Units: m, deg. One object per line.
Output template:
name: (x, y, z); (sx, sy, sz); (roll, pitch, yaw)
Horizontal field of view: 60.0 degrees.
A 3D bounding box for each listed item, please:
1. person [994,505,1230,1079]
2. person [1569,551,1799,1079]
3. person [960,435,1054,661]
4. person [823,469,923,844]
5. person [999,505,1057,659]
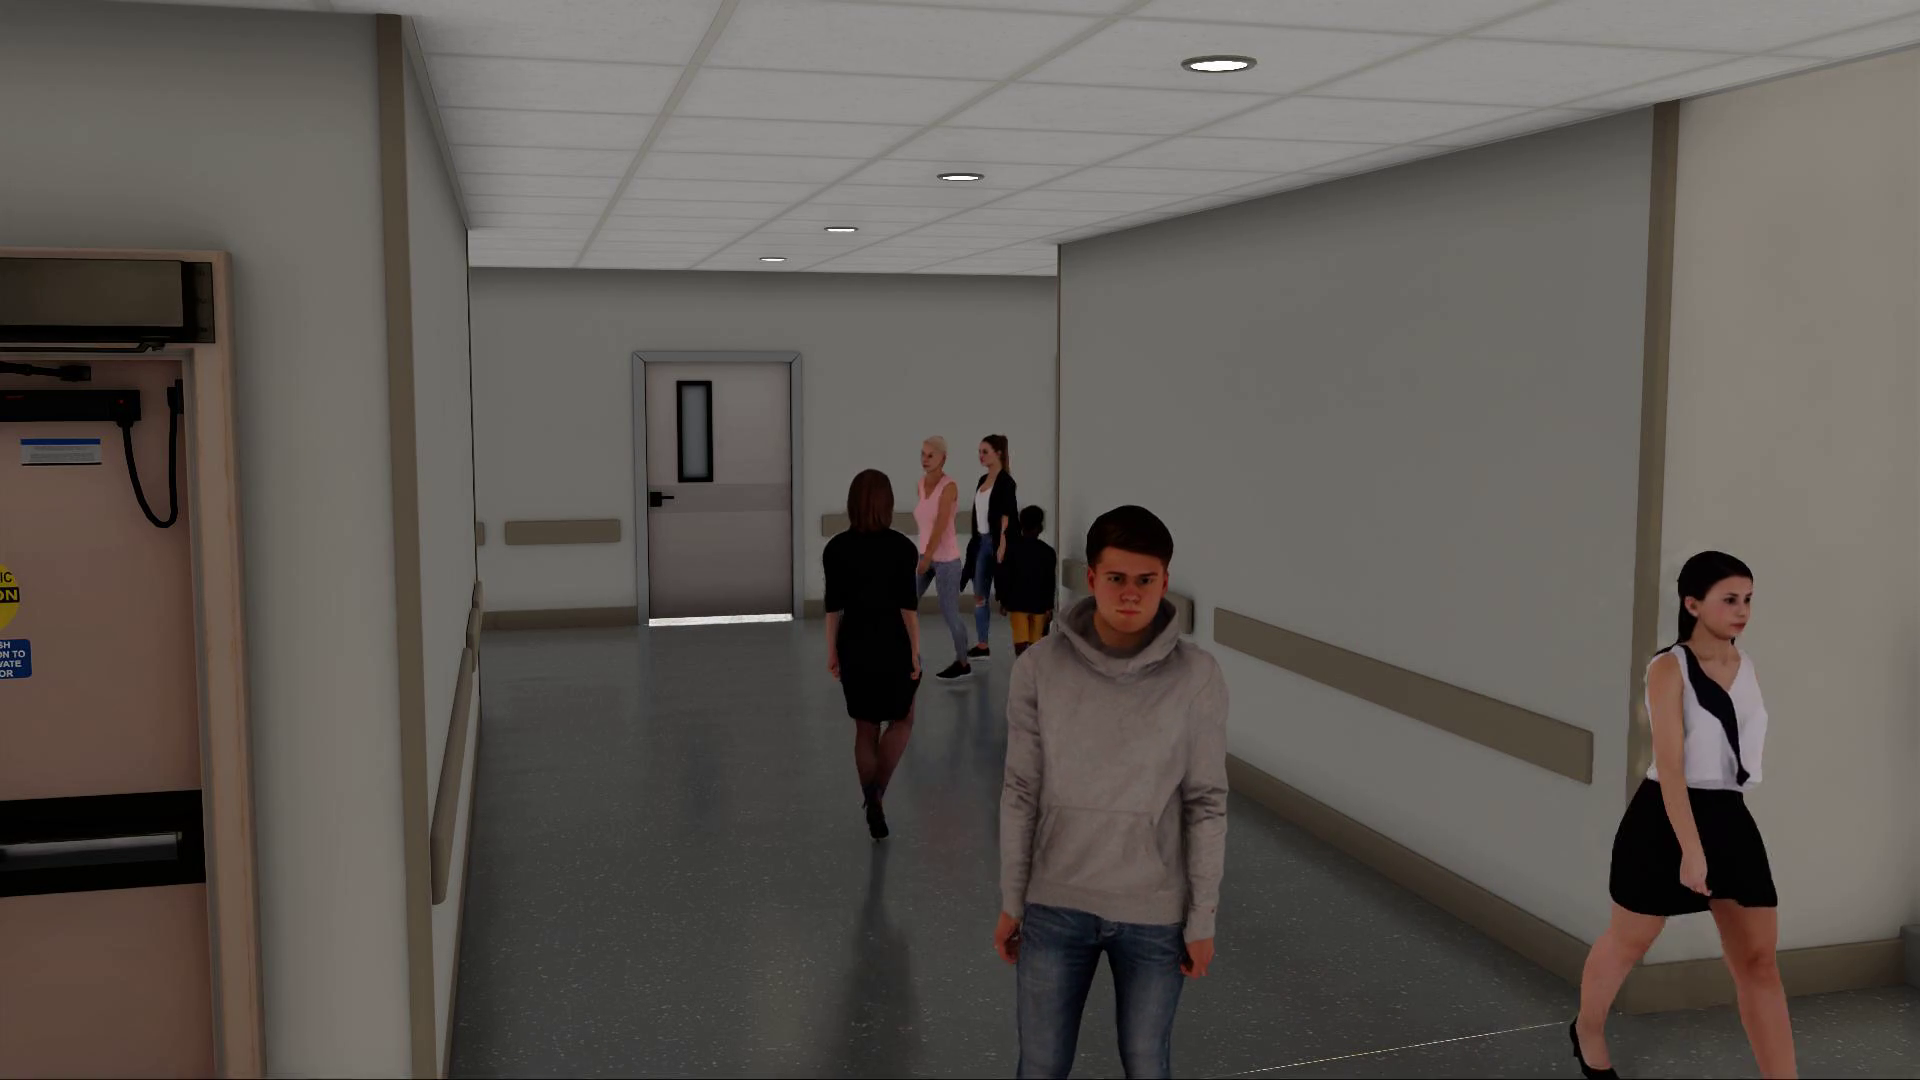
person: (0.349, 0.832, 3.855); (0.789, 1.829, 0.882); (1, 6, 9)
person: (1.978, 0.867, 4.679); (1.070, 1.594, 0.734); (-2, 6, -22)
person: (0.346, 0.071, 12.240); (1.084, 1.664, 0.837); (-4, 7, -34)
person: (-0.393, 0.545, 7.396); (0.775, 1.692, 0.807); (1, 6, 9)
person: (0.445, 0.413, 10.880); (0.826, 1.256, 0.625); (-1, 6, -9)
